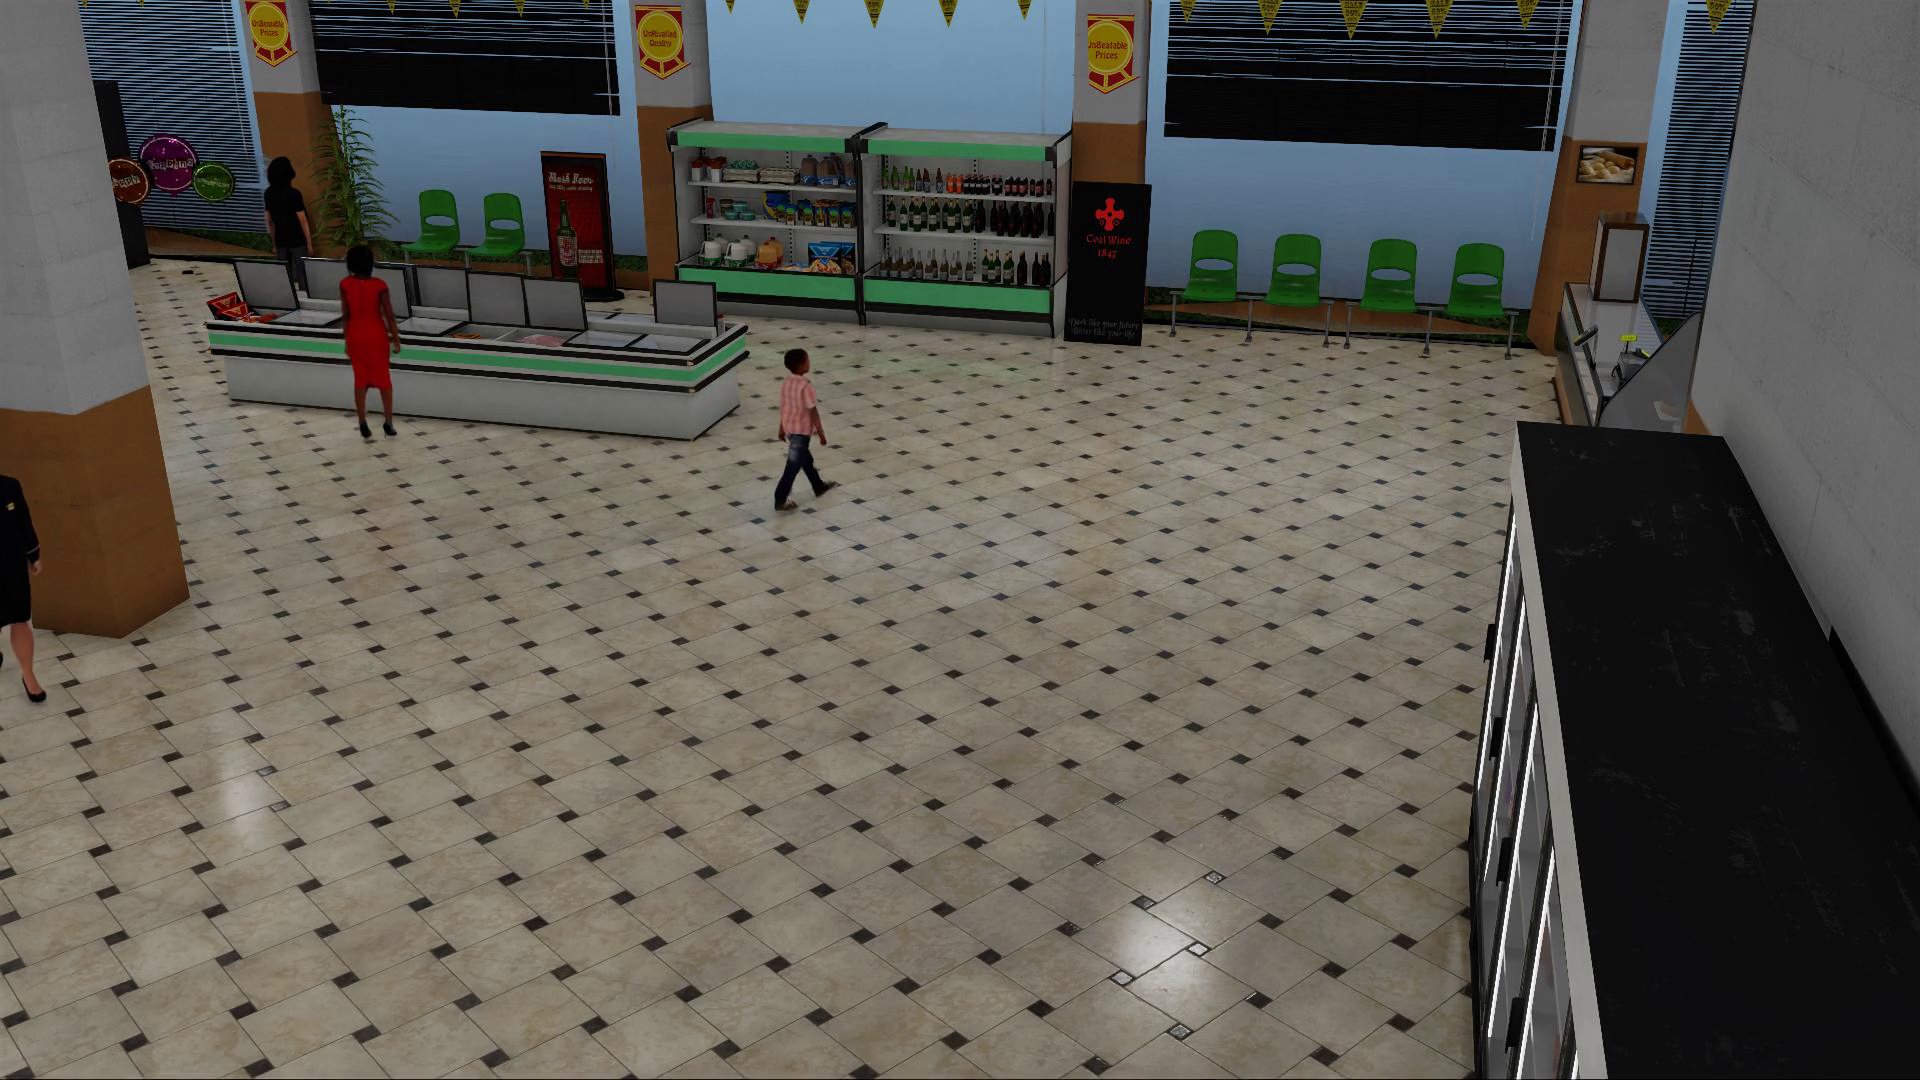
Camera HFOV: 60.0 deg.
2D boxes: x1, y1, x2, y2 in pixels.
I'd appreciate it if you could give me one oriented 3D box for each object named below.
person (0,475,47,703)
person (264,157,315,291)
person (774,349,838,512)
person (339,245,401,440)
[{"bbox_3d":[-5.824,0.169,10.013,0.913,1.659,0.993,-20,29,-40],"label":"person"},{"bbox_3d":[-7.466,-3.344,18.523,0.443,1.833,0.696,5,23,13],"label":"person"},{"bbox_3d":[-1.316,-0.834,13.029,0.876,1.272,0.910,-18,28,-38],"label":"person"},{"bbox_3d":[-5.187,-1.719,14.602,0.605,1.742,0.743,-3,22,-8],"label":"person"}]
